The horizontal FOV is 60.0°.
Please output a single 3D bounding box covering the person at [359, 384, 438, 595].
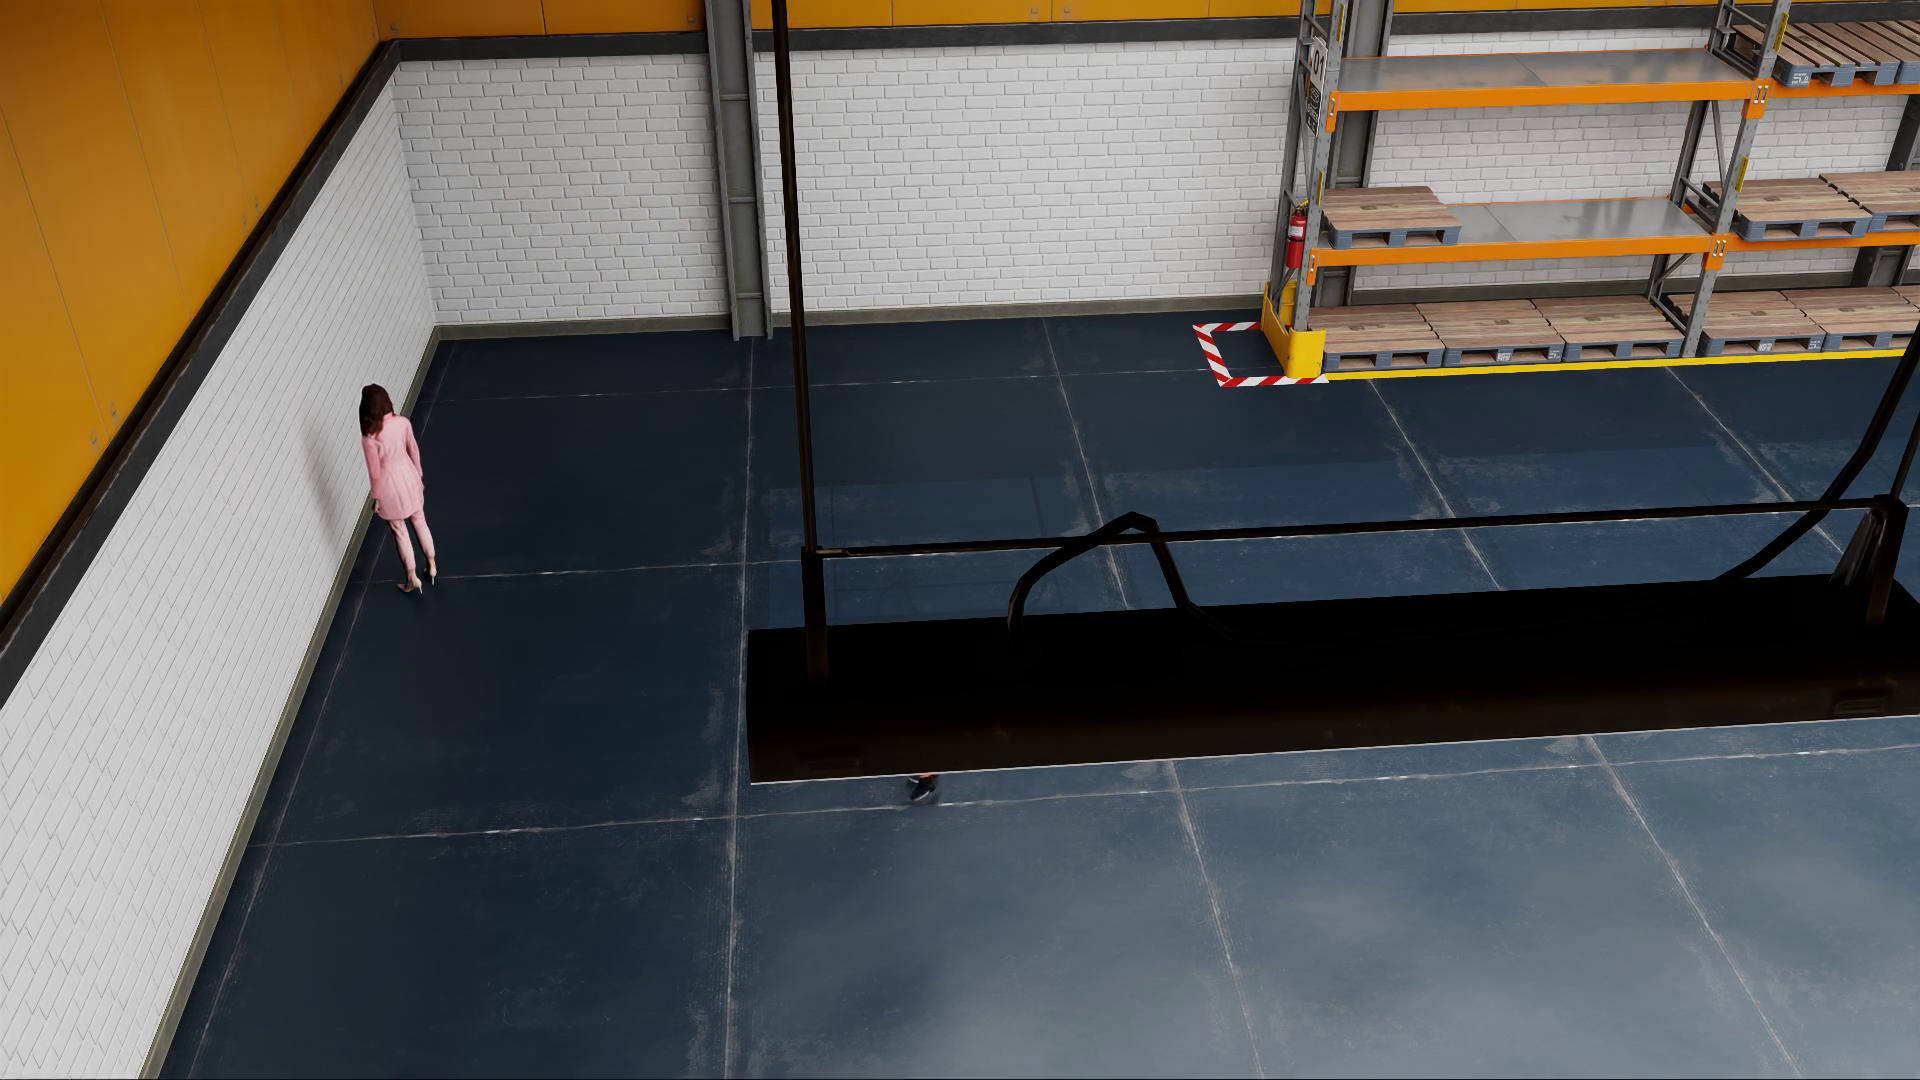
[{"bbox_3d":[-4.313,-0.383,12.783,0.737,1.802,0.681,25,41,32],"label":"person"}]
